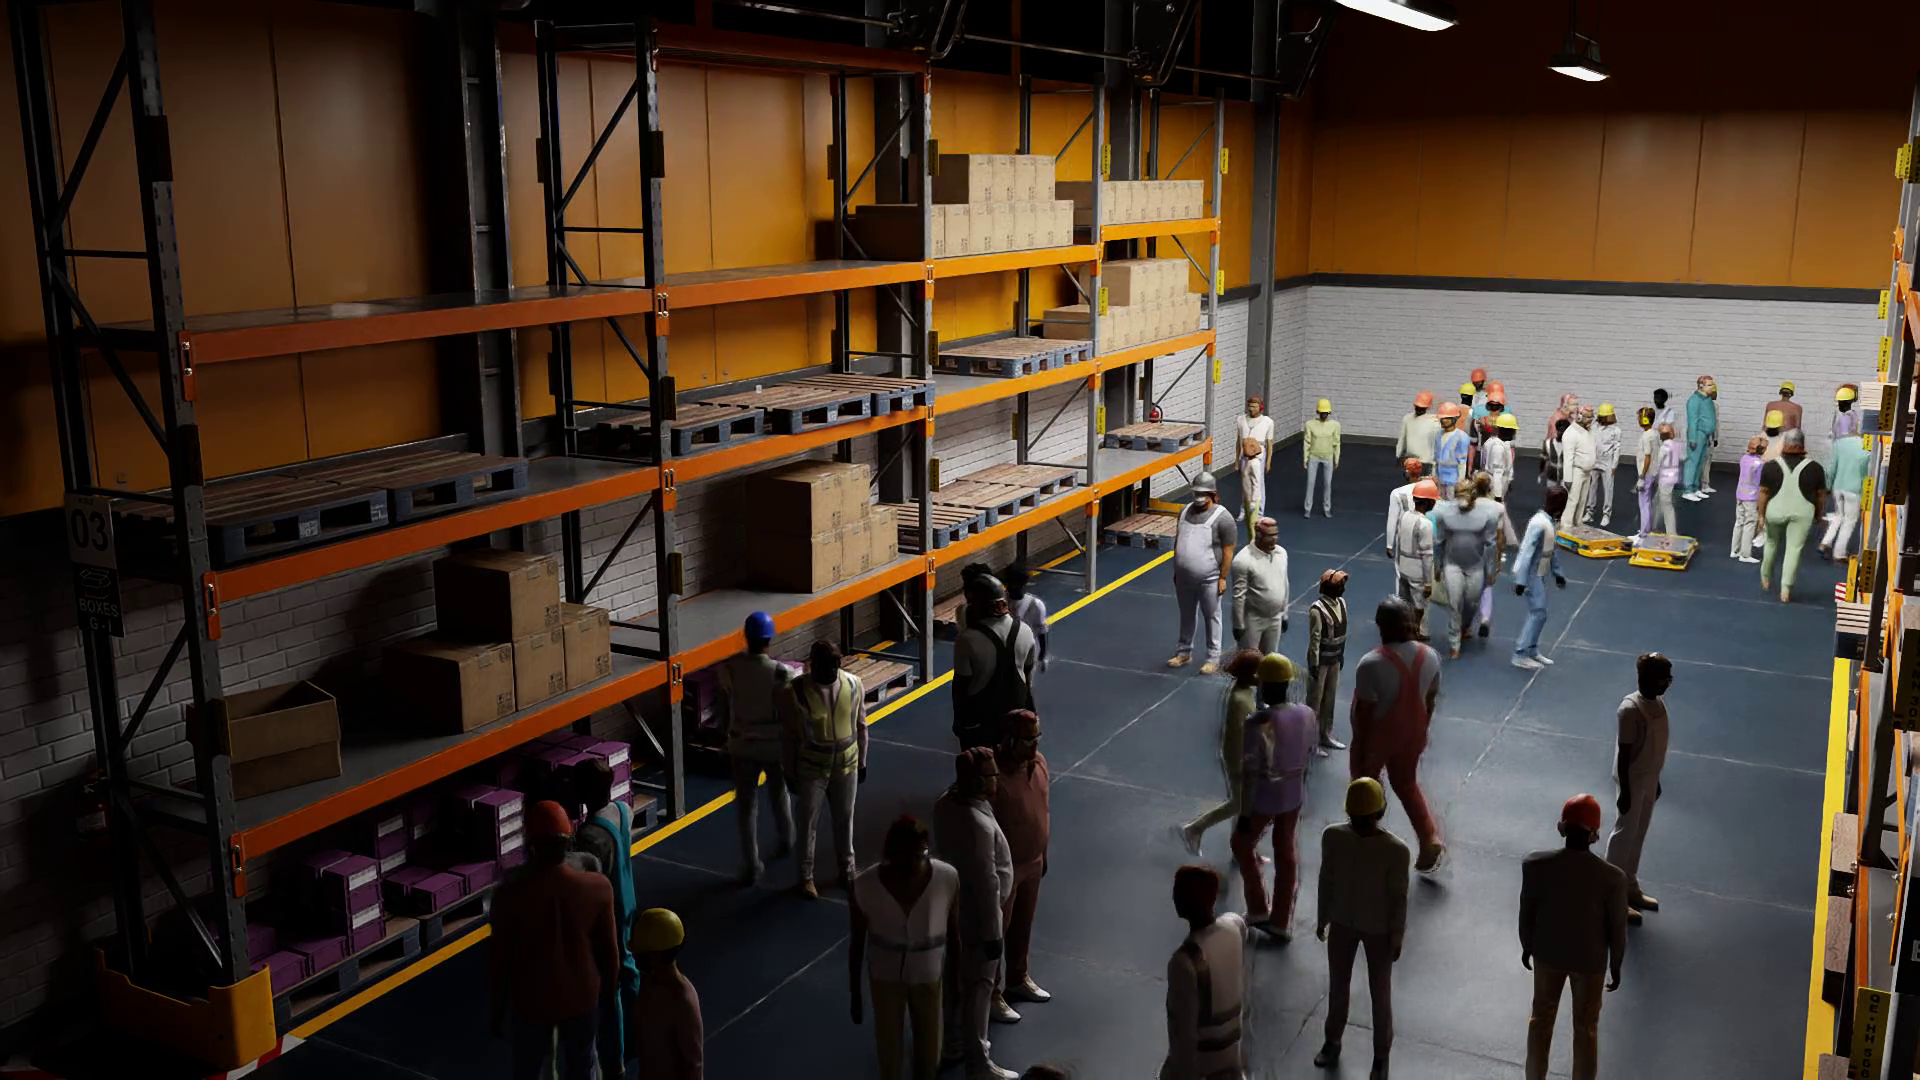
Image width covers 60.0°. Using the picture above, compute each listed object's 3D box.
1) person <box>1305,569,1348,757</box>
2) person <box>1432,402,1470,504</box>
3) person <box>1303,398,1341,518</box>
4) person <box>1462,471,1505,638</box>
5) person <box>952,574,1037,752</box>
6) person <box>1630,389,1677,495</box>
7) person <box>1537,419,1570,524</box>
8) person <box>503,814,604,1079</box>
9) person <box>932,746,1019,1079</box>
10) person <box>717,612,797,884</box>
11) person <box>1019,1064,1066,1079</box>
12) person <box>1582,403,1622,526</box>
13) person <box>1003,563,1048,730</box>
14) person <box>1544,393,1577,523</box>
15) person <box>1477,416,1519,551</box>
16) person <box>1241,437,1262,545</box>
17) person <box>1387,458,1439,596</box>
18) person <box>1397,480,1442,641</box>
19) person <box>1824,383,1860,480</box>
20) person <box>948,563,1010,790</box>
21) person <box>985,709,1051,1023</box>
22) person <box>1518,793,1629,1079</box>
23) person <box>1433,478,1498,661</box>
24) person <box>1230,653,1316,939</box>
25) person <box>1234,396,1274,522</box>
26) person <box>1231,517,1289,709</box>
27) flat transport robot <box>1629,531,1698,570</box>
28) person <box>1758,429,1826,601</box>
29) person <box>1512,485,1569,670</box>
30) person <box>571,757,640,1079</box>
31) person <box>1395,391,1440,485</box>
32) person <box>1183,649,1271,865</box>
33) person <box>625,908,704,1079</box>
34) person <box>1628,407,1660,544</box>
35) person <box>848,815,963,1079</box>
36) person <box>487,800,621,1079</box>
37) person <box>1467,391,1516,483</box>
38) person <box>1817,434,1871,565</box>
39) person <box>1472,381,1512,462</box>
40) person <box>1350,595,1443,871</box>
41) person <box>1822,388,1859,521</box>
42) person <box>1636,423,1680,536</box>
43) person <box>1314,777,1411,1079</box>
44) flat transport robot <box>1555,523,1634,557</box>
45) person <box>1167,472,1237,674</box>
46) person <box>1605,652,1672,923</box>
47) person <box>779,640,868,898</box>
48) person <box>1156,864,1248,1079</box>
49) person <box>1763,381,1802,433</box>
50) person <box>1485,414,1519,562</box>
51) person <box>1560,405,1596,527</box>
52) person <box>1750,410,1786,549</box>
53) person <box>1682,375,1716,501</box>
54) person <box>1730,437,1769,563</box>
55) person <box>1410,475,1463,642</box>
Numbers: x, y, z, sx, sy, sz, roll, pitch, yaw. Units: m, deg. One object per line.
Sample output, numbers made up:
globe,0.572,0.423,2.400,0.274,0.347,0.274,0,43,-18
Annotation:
person,3.158,1.048,14.347,0.313,1.634,0.514,11,17,42
person,6.323,-0.776,21.613,0.399,2.040,0.609,-5,14,-22
person,5.219,-1.177,24.020,0.528,1.757,0.349,2,13,8
person,5.528,0.169,17.826,0.523,1.829,0.417,2,13,9
person,0.211,1.238,12.567,0.680,2.000,0.535,-7,15,-30
person,10.876,-1.531,25.845,0.857,1.654,0.536,-8,15,-32
person,8.205,-0.848,22.779,0.601,1.635,0.898,9,15,34
person,-2.032,2.254,8.452,0.502,1.850,0.564,-3,13,-14
person,0.092,2.057,9.200,0.407,1.910,0.640,-5,13,-21
person,-1.429,1.434,11.985,0.611,1.908,0.917,0,13,2
person,0.387,2.769,6.235,0.657,1.817,0.522,8,15,33
person,9.113,-1.081,23.621,0.296,1.744,0.486,-11,17,-41
person,0.505,0.999,14.526,0.558,1.649,0.871,9,15,34
person,8.493,-1.139,23.548,0.400,1.898,0.667,8,15,32
person,7.055,-0.762,22.111,0.974,1.778,0.627,9,15,35
person,3.717,-0.507,21.298,0.280,1.632,0.501,0,13,0
person,4.988,0.021,18.388,0.581,1.879,0.357,-2,13,-10
person,4.633,0.345,16.804,0.377,1.932,0.552,-3,13,-14
person,13.154,-1.442,24.968,0.723,1.864,0.591,8,15,32
person,0.165,1.124,13.264,0.604,1.955,0.377,12,17,43
person,0.334,1.913,9.882,0.400,1.899,0.635,11,17,40
person,3.278,2.199,8.913,0.561,1.751,0.326,8,15,31
person,5.235,0.261,17.243,0.654,1.910,0.659,5,13,20
person,2.029,1.668,10.923,0.625,1.907,0.513,-7,14,-29
person,4.195,-1.148,23.717,0.560,1.836,0.395,9,16,36
person,2.768,0.714,15.243,0.658,1.899,0.395,-8,15,-33
flat transport robot,9.128,0.125,21.547,0.652,0.197,1.431,7,14,29
person,9.828,-0.353,19.691,0.695,2.000,0.986,7,14,29
person,5.842,0.378,16.767,0.530,1.890,0.664,5,14,21
person,-1.980,2.083,9.224,0.343,1.847,0.506,4,13,16
person,6.548,-1.173,23.582,0.864,1.952,0.654,-9,15,-35
person,1.967,1.568,12.035,0.554,1.609,0.542,3,13,15
person,-1.333,2.496,7.554,0.312,1.769,0.522,-9,15,-34
person,9.191,-0.857,22.350,0.333,1.865,0.520,8,15,32
person,-0.279,2.248,8.503,0.586,1.826,0.432,-1,13,-4
person,-2.002,2.242,8.215,0.653,1.976,0.452,-6,14,-24
person,7.241,-1.012,22.684,0.611,2.030,0.409,6,14,24
person,11.351,-0.603,21.128,0.463,1.902,0.663,-5,13,-20
person,7.696,-1.317,24.114,0.624,1.990,0.396,-2,13,-8
person,3.138,1.369,11.978,0.690,2.000,0.865,-5,13,-21
person,12.642,-1.224,23.849,0.377,1.922,0.593,10,16,38
person,9.494,-0.787,22.602,0.711,1.609,0.516,11,16,40
person,2.211,2.136,9.195,0.523,1.759,0.351,9,15,34
flat transport robot,8.305,-0.024,22.215,0.652,0.197,1.431,-3,13,-14
person,2.388,0.322,16.666,0.682,2.000,0.537,11,17,41
person,4.579,1.641,11.205,0.519,1.842,0.330,-12,17,-43
person,-0.929,1.573,11.547,0.630,1.836,0.430,-5,14,-23
person,1.179,2.409,7.834,0.560,1.837,1.023,-11,17,-41
person,12.790,-1.595,25.905,0.533,1.757,0.336,7,14,27
person,6.940,-0.677,21.417,0.397,1.920,0.587,4,13,17
person,8.333,-0.880,22.389,0.653,1.895,0.402,-12,17,-43
person,10.796,-0.812,22.142,0.752,1.861,0.603,-10,16,-39
person,11.308,-1.561,25.402,0.410,1.909,0.643,11,17,41
person,10.148,-0.520,21.366,0.320,1.631,0.525,-1,13,-5
person,5.068,0.198,17.725,0.645,1.813,0.615,-6,14,-26
